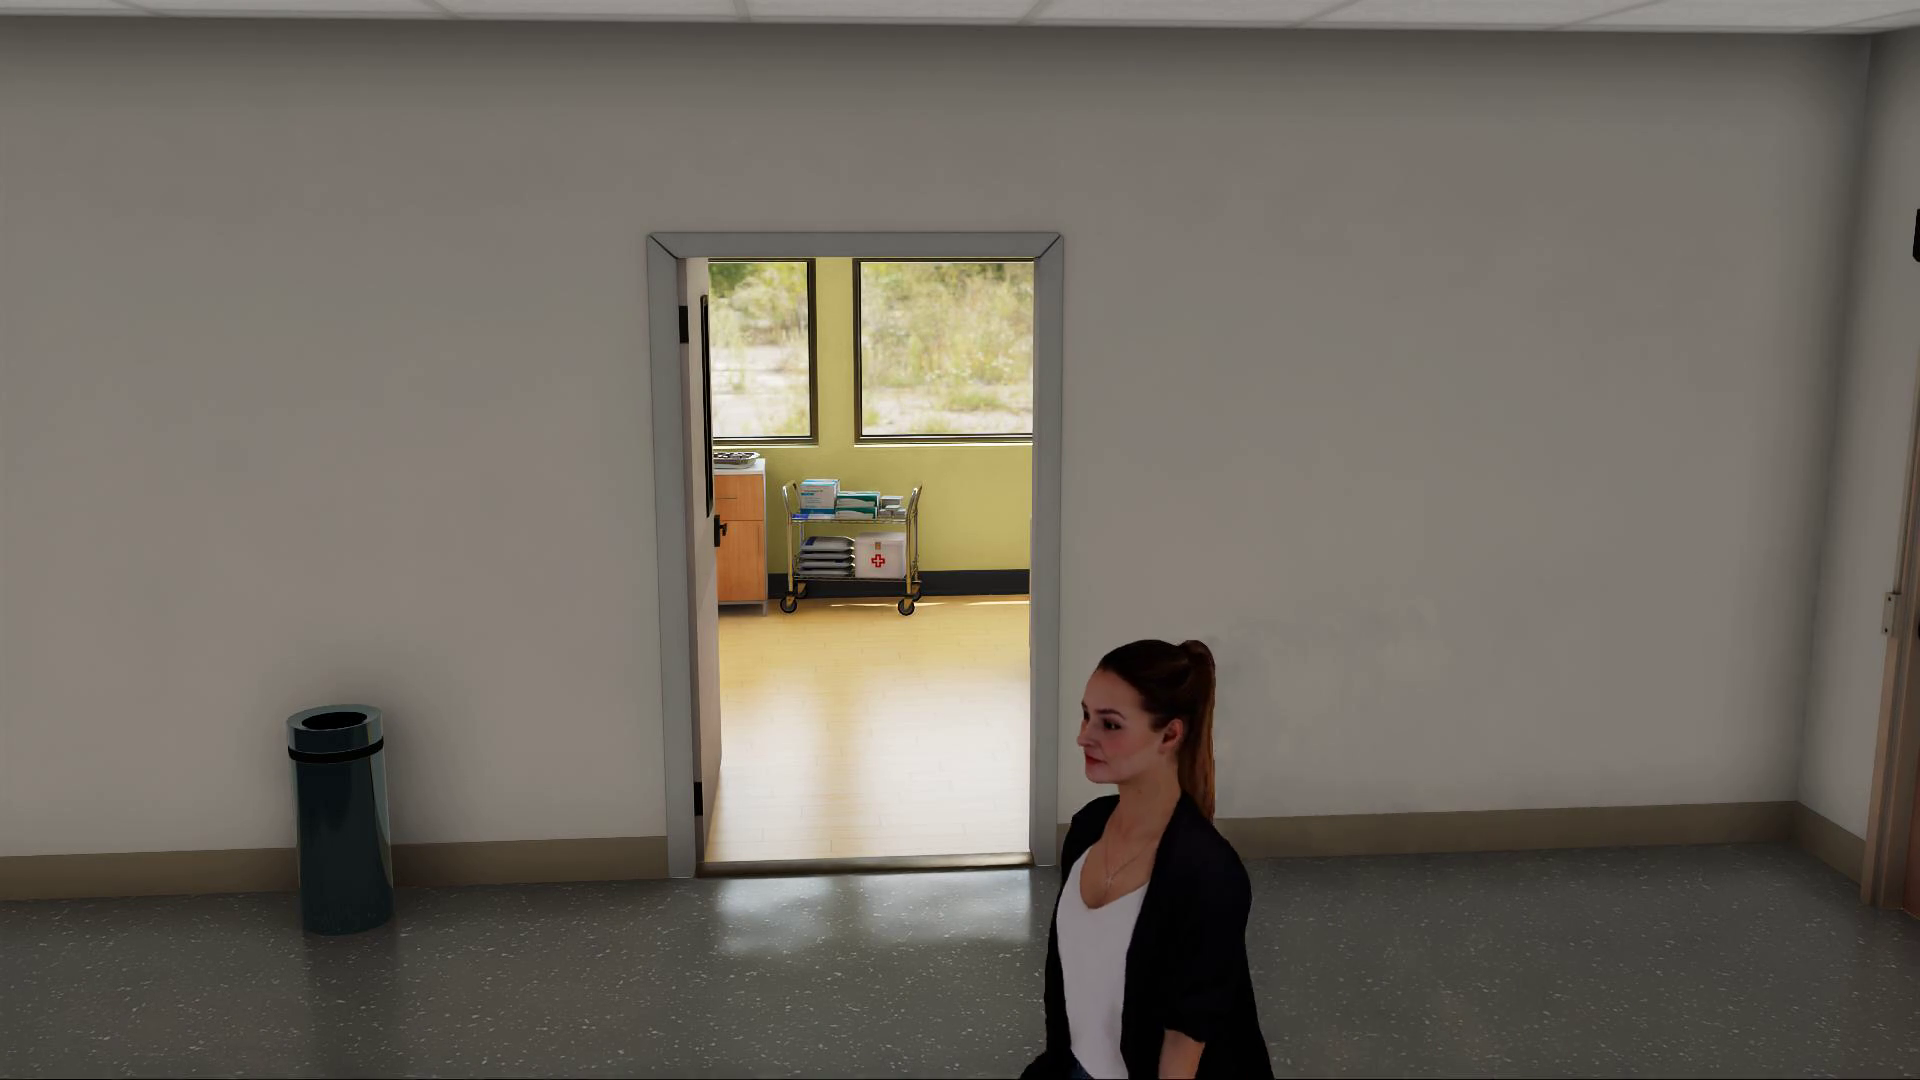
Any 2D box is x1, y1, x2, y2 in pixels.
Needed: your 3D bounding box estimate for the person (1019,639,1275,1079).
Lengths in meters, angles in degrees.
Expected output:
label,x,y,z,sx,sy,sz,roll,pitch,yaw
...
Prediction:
label,x,y,z,sx,sy,sz,roll,pitch,yaw
person,0.410,0.993,2.856,1.133,1.644,0.924,-7,13,-33
